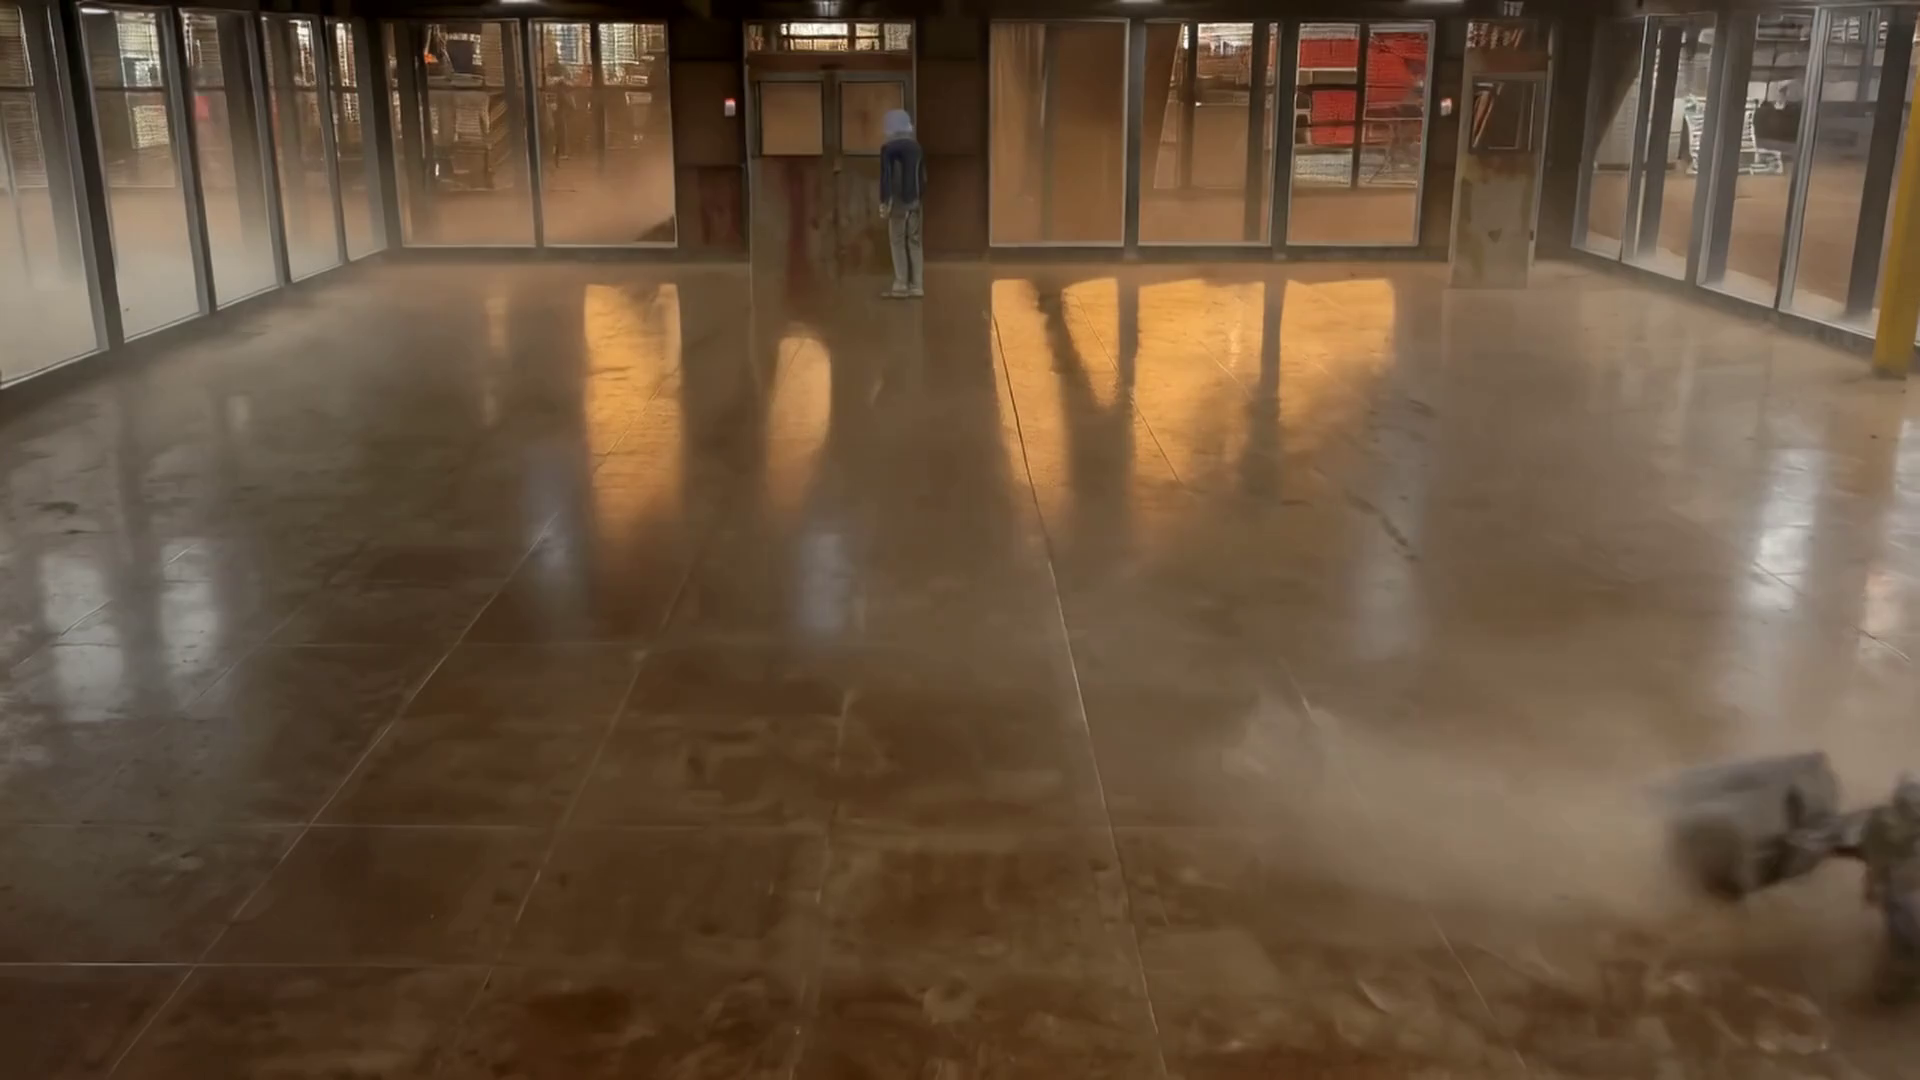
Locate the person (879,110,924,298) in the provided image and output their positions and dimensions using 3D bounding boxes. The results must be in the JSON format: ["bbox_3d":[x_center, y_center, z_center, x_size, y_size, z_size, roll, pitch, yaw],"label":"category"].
[{"bbox_3d":[-0.522,-2.945,14.620,0.287,1.626,0.497,12,20,36],"label":"person"}]
